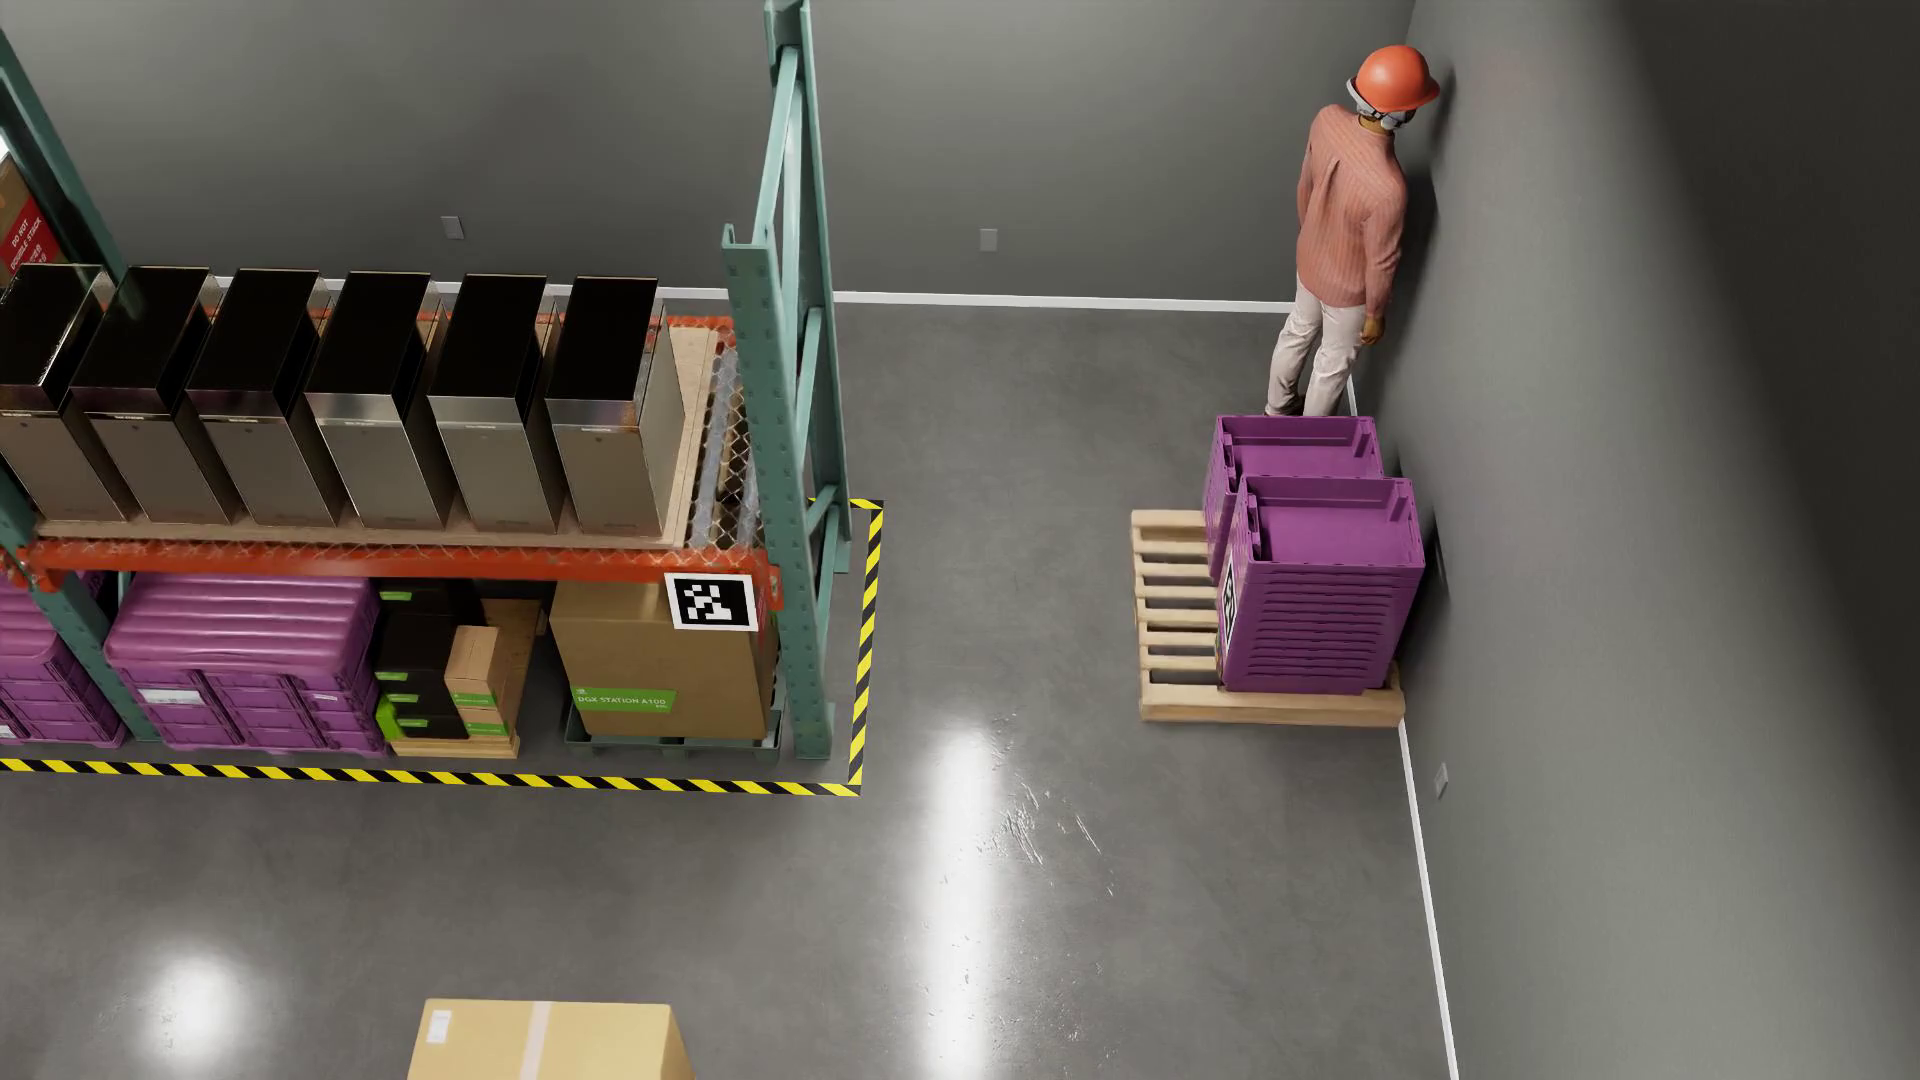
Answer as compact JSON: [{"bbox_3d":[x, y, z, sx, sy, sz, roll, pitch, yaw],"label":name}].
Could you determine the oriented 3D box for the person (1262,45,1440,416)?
[{"bbox_3d":[1.502,-1.060,6.492,0.379,1.996,0.610,-17,54,-13],"label":"person"}]
